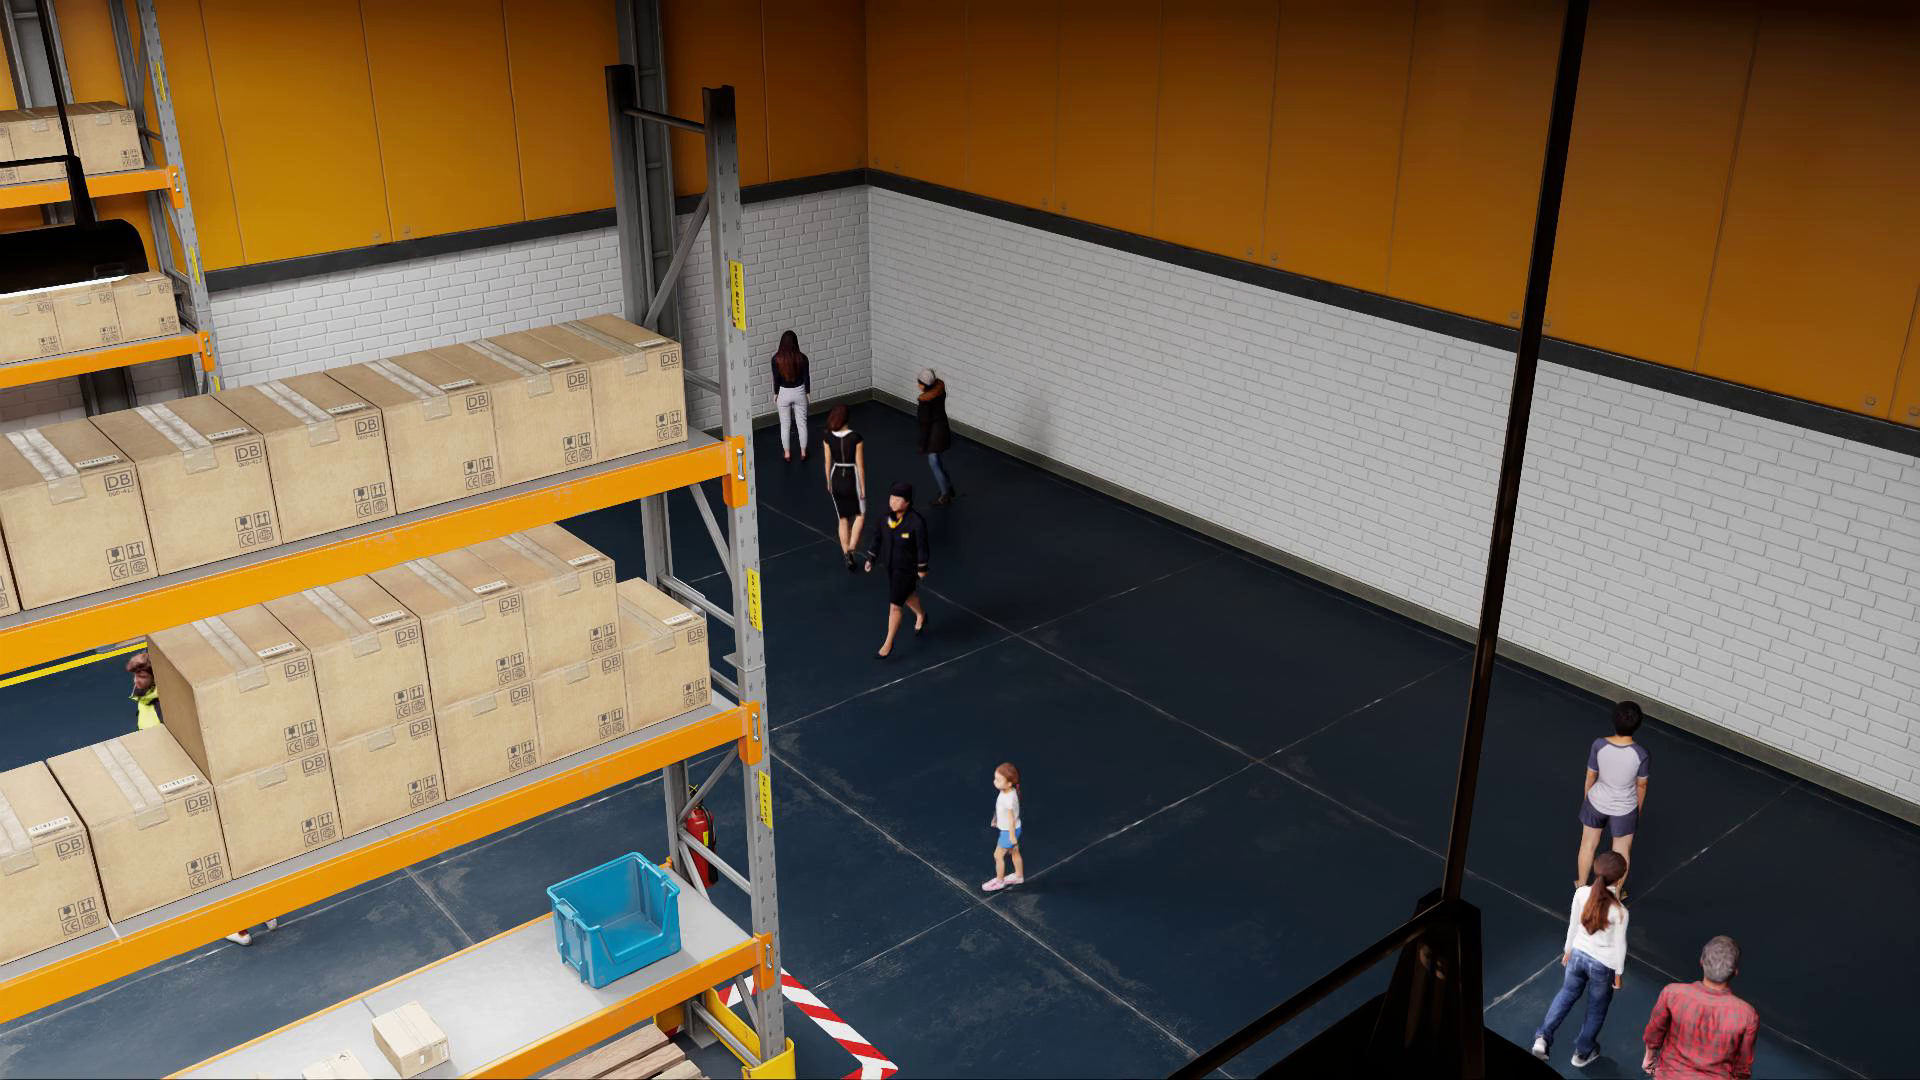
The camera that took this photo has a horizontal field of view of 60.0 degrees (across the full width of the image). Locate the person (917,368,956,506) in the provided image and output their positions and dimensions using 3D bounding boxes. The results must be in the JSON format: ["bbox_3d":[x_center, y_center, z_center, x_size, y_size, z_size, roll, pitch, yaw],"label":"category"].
[{"bbox_3d":[-0.222,-1.138,18.432,0.836,1.606,0.746,12,26,25],"label":"person"}]

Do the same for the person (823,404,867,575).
[{"bbox_3d":[-1.155,-0.476,16.688,0.722,1.790,0.770,6,24,13],"label":"person"}]

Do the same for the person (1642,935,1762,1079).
[{"bbox_3d":[3.868,2.953,8.820,0.851,1.809,0.930,13,27,27],"label":"person"}]

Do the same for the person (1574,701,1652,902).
[{"bbox_3d":[4.583,1.838,11.673,0.629,1.567,0.627,13,27,28],"label":"person"}]

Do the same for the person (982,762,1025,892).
[{"bbox_3d":[0.399,2.040,11.906,0.618,1.010,0.553,0,24,-1],"label":"person"}]

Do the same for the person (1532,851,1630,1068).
[{"bbox_3d":[3.765,2.577,10.012,0.797,1.542,0.506,-18,30,-36],"label":"person"}]

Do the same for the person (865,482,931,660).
[{"bbox_3d":[-0.484,0.238,15.256,0.824,1.629,1.131,18,29,35],"label":"person"}]

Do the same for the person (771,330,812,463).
[{"bbox_3d":[-1.997,-1.715,19.749,0.638,1.608,0.743,-3,24,-7],"label":"person"}]
